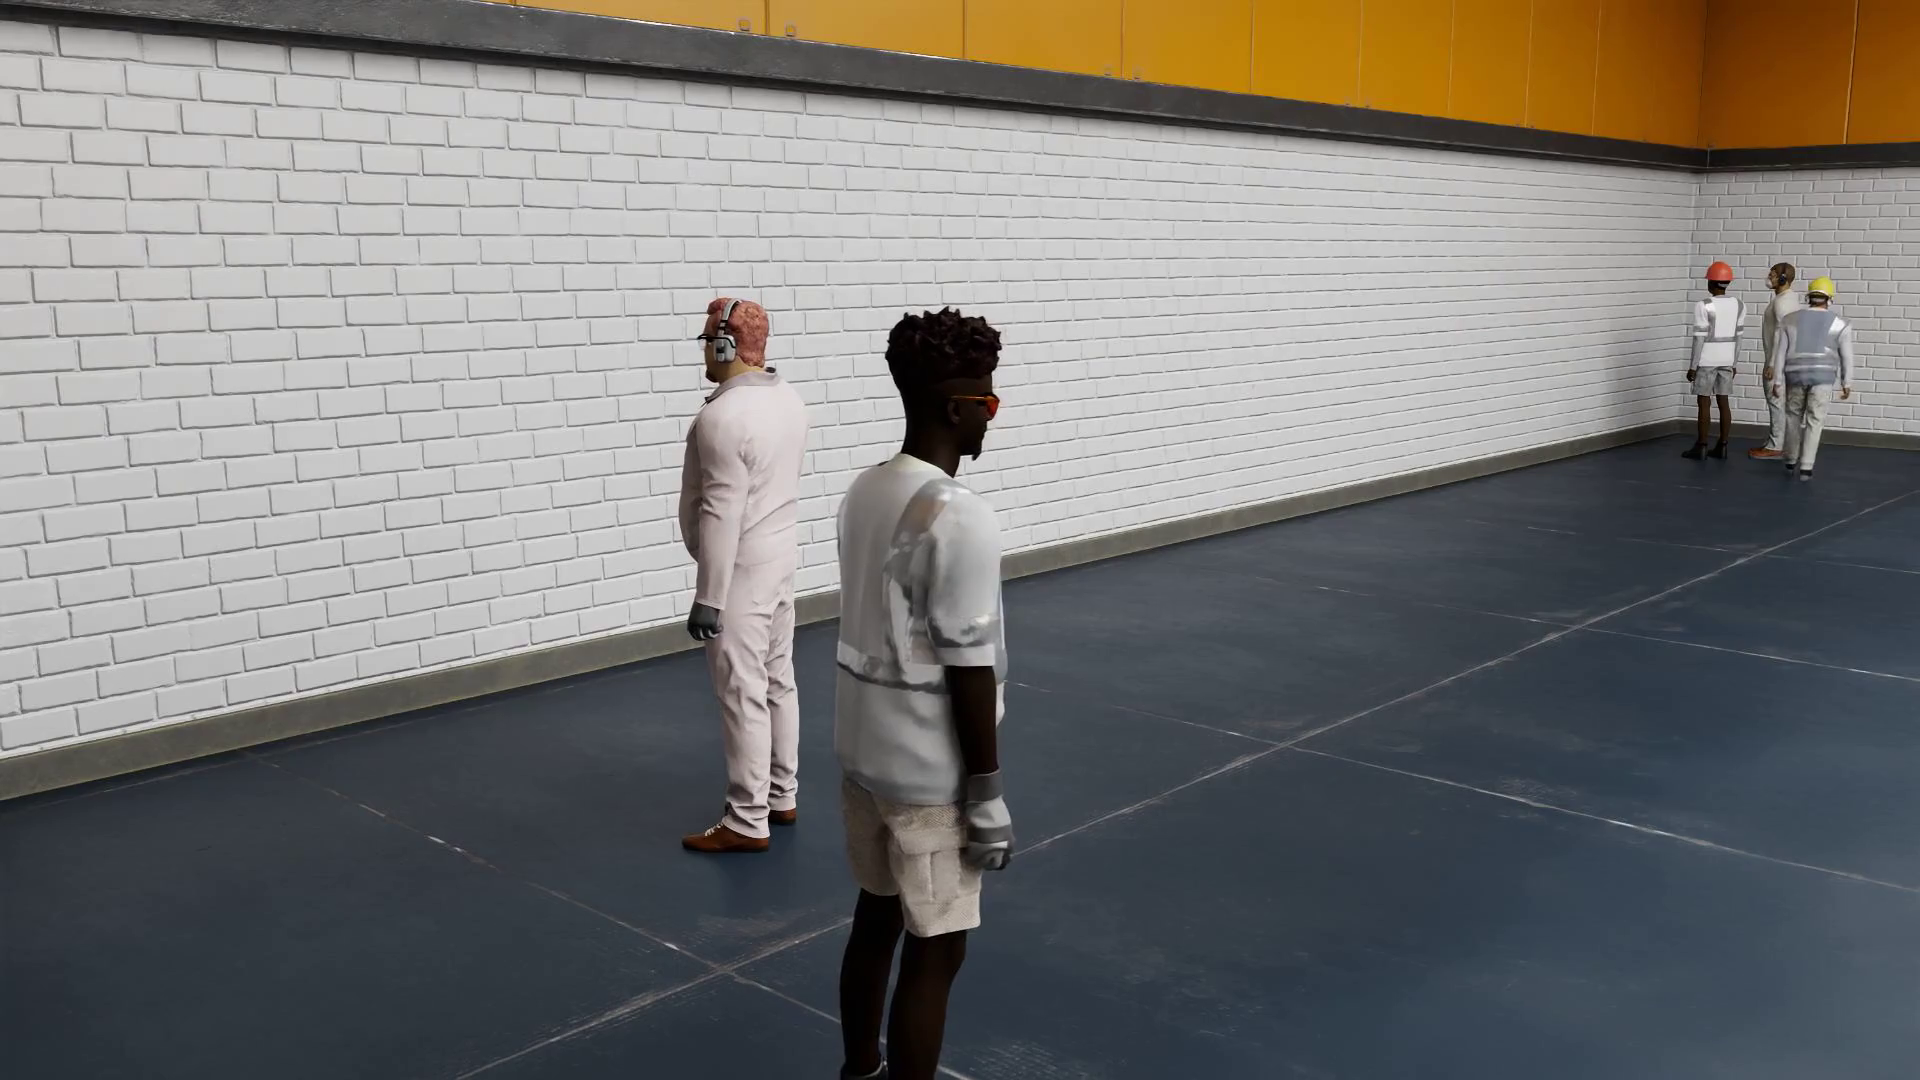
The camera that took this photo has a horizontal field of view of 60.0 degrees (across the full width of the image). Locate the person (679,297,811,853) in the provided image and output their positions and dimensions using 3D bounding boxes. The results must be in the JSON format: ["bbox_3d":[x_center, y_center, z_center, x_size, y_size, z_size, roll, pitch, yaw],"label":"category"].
[{"bbox_3d":[-0.763,0.124,5.756,0.411,1.908,0.643,3,10,16],"label":"person"}]

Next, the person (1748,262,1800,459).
[{"bbox_3d":[8.050,-1.763,16.410,0.372,1.940,0.630,5,11,26],"label":"person"}]

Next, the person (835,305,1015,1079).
[{"bbox_3d":[-0.078,0.473,3.650,0.384,1.957,0.600,-4,11,-23],"label":"person"}]

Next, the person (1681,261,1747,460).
[{"bbox_3d":[7.407,-1.755,16.355,0.545,1.943,0.347,-2,10,-14],"label":"person"}]

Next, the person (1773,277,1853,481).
[{"bbox_3d":[7.722,-1.457,15.037,0.623,1.803,0.746,7,12,33],"label":"person"}]
